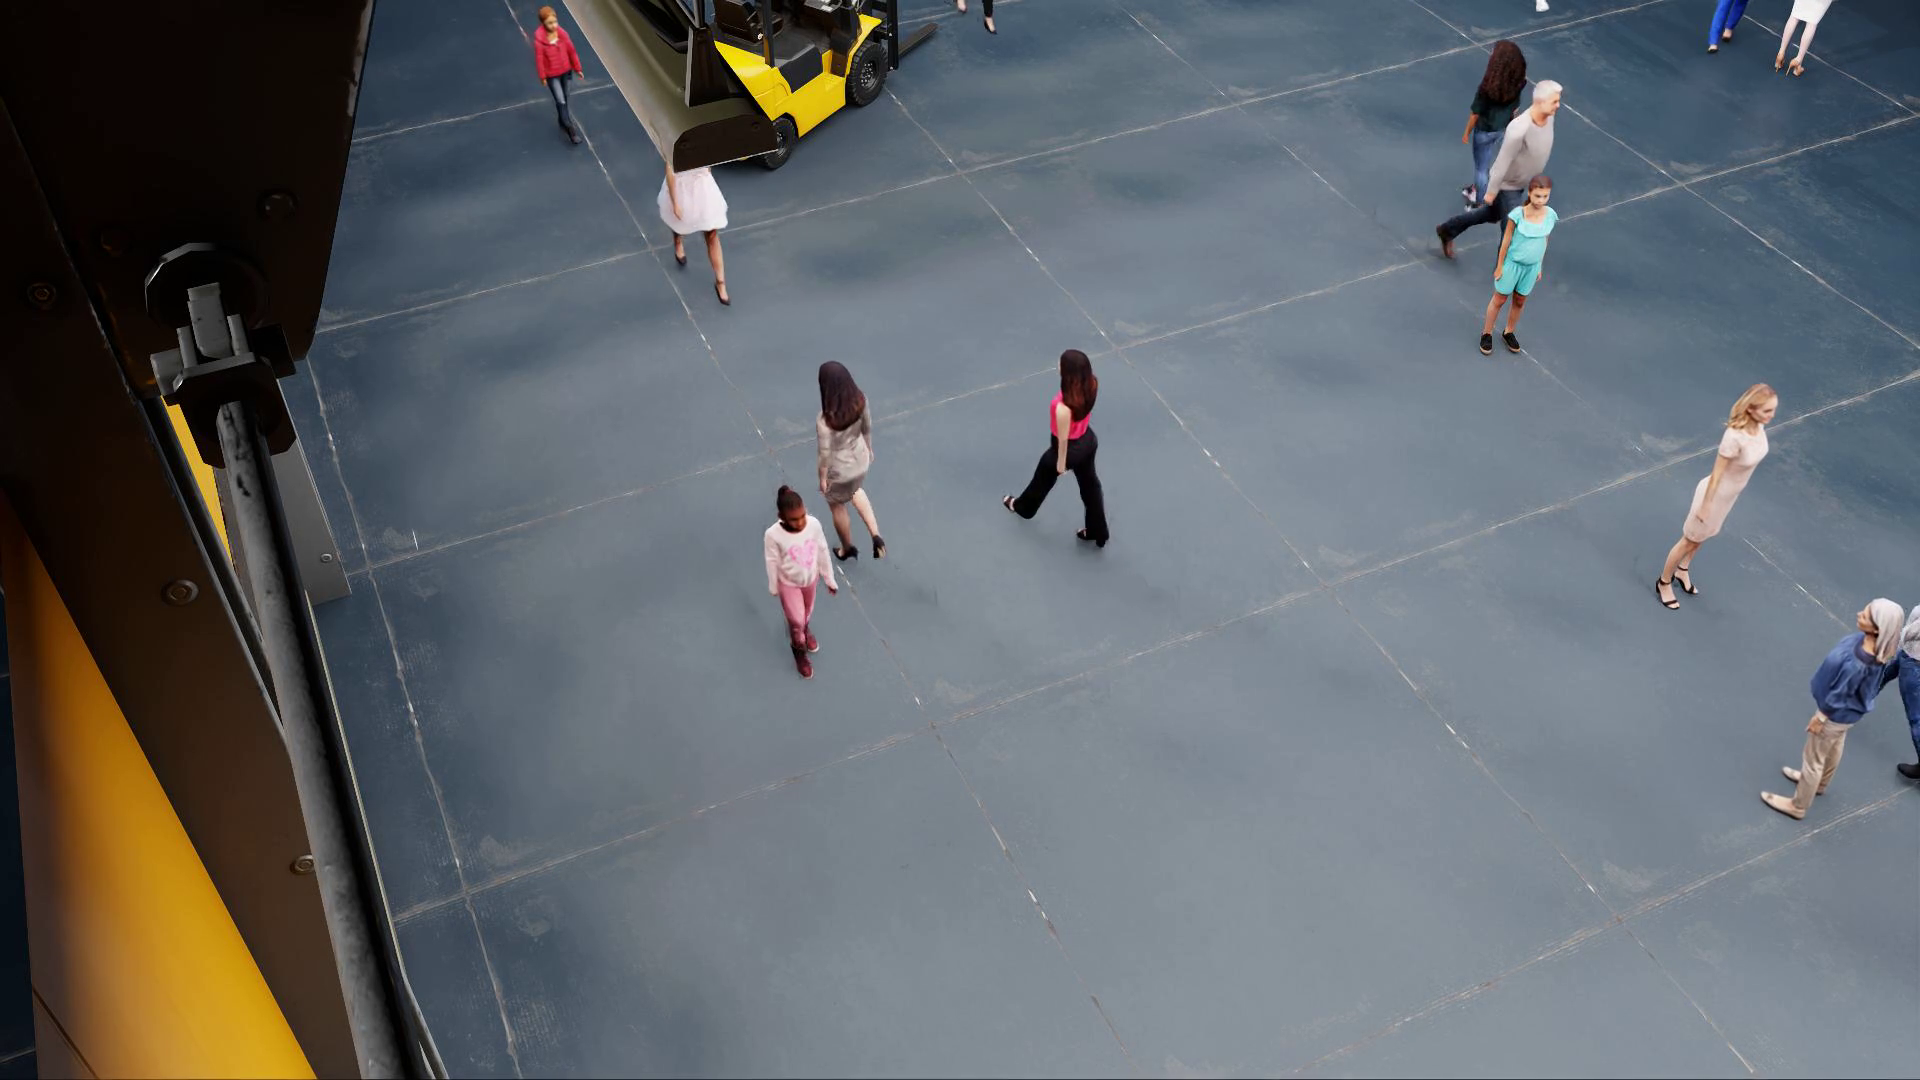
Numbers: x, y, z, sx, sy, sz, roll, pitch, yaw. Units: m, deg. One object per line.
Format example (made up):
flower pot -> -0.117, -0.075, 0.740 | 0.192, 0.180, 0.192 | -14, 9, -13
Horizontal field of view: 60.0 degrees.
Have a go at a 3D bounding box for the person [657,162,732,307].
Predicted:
person -> -2.259, -2.856, 13.640 | 0.672, 1.763, 1.184 | -20, 47, -20

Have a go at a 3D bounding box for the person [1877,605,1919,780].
person -> 5.805, 0.799, 9.932 | 0.799, 1.585, 1.139 | -30, 51, -28

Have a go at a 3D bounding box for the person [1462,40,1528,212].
person -> 4.658, -3.524, 14.461 | 0.614, 1.597, 0.687 | -15, 46, -15

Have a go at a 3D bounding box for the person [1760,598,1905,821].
person -> 5.133, 0.974, 9.670 | 0.689, 1.694, 0.677 | -34, 53, -31

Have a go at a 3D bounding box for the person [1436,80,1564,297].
person -> 4.443, -2.953, 13.666 | 1.347, 1.867, 1.043 | 34, 53, 30

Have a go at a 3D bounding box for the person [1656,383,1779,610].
person -> 4.965, -0.299, 10.908 | 0.610, 1.829, 0.571 | -28, 50, -26

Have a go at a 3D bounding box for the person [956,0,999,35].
person -> 0.109, -6.111, 17.167 | 0.606, 1.610, 1.060 | -18, 46, -18

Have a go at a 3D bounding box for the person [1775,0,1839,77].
person -> 8.404, -5.425, 16.315 | 0.664, 1.793, 0.481 | -28, 50, -26

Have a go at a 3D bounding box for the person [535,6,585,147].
person -> -3.799, -4.406, 15.608 | 0.643, 1.291, 0.874 | -31, 51, -28

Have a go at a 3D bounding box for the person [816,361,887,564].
person -> -0.705, -0.448, 11.136 | 0.828, 1.730, 0.746 | 33, 53, 30

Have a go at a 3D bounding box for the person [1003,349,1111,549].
person -> 0.822, -0.581, 11.365 | 1.154, 1.607, 0.930 | 28, 50, 26

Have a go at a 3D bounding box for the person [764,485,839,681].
person -> -1.074, 0.180, 10.695 | 0.583, 1.430, 0.706 | -23, 48, -22

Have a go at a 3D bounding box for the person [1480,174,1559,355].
person -> 4.404, -2.176, 13.074 | 0.628, 1.558, 0.651 | -1, 44, -2
